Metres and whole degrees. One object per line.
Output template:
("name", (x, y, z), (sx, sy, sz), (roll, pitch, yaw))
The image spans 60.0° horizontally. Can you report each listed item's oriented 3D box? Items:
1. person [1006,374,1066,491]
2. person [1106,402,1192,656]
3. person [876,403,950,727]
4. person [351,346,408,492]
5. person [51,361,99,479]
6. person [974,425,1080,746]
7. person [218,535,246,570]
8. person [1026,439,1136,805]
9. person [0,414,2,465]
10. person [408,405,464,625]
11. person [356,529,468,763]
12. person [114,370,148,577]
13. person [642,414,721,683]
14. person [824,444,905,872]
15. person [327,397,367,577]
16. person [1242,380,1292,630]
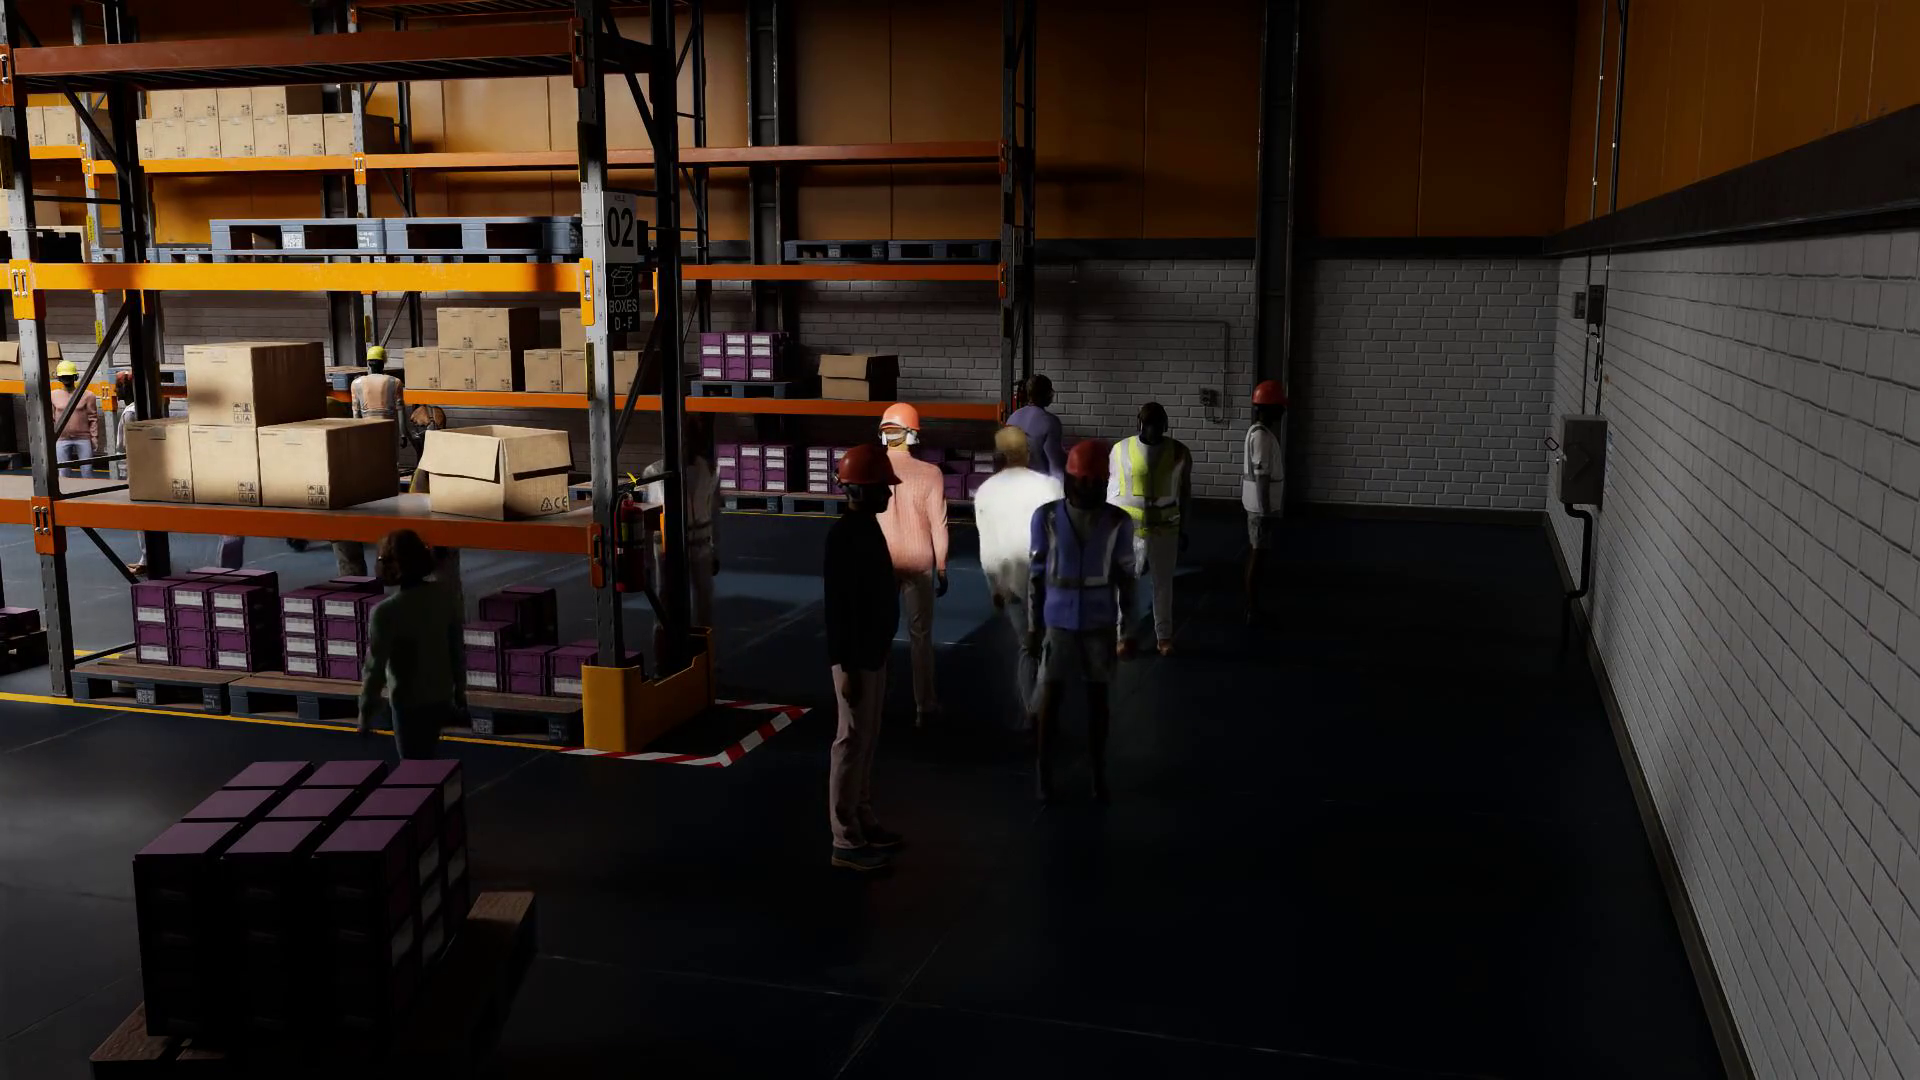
("person", (0.639, -0.400, 13.729), (0.372, 1.940, 0.632), (-8, 12, -41))
("person", (1.369, -0.076, 12.042), (0.627, 1.846, 0.429), (0, 9, 0))
("person", (-0.357, 0.158, 10.184), (0.611, 1.985, 0.394), (2, 10, 12))
("person", (-6.546, -1.228, 18.806), (0.587, 1.927, 0.365), (-1, 9, -5))
("person", (-9.962, -1.126, 18.676), (0.532, 1.768, 0.311), (-4, 10, -22))
("person", (0.413, 0.274, 9.783), (0.417, 1.890, 0.686), (-9, 13, -42))
("person", (-6.196, -0.458, 14.212), (0.505, 1.889, 0.671), (3, 10, 18))
("person", (0.632, 0.428, 8.708), (0.567, 1.927, 0.382), (0, 9, 1))
("person", (-11.106, -1.170, 18.871), (0.431, 1.804, 0.724), (-6, 11, -34))
("person", (-3.727, -0.046, 11.899), (0.428, 1.836, 0.626), (-3, 10, -15))
("person", (-2.570, 0.747, 7.661), (0.514, 1.617, 0.533), (5, 10, 26))
("person", (-7.495, -0.606, 15.146), (0.347, 1.882, 0.584), (-3, 10, -18))
("person", (-1.822, 0.104, 10.886), (0.618, 1.869, 0.416), (-7, 11, -35))
("person", (-0.448, 0.540, 7.822), (0.386, 1.992, 0.624), (2, 9, 9))
("person", (-4.744, -0.185, 12.752), (0.404, 1.828, 0.592), (-1, 9, -9))
("person", (2.381, -0.273, 12.957), (0.358, 1.937, 0.549), (1, 9, 7))
